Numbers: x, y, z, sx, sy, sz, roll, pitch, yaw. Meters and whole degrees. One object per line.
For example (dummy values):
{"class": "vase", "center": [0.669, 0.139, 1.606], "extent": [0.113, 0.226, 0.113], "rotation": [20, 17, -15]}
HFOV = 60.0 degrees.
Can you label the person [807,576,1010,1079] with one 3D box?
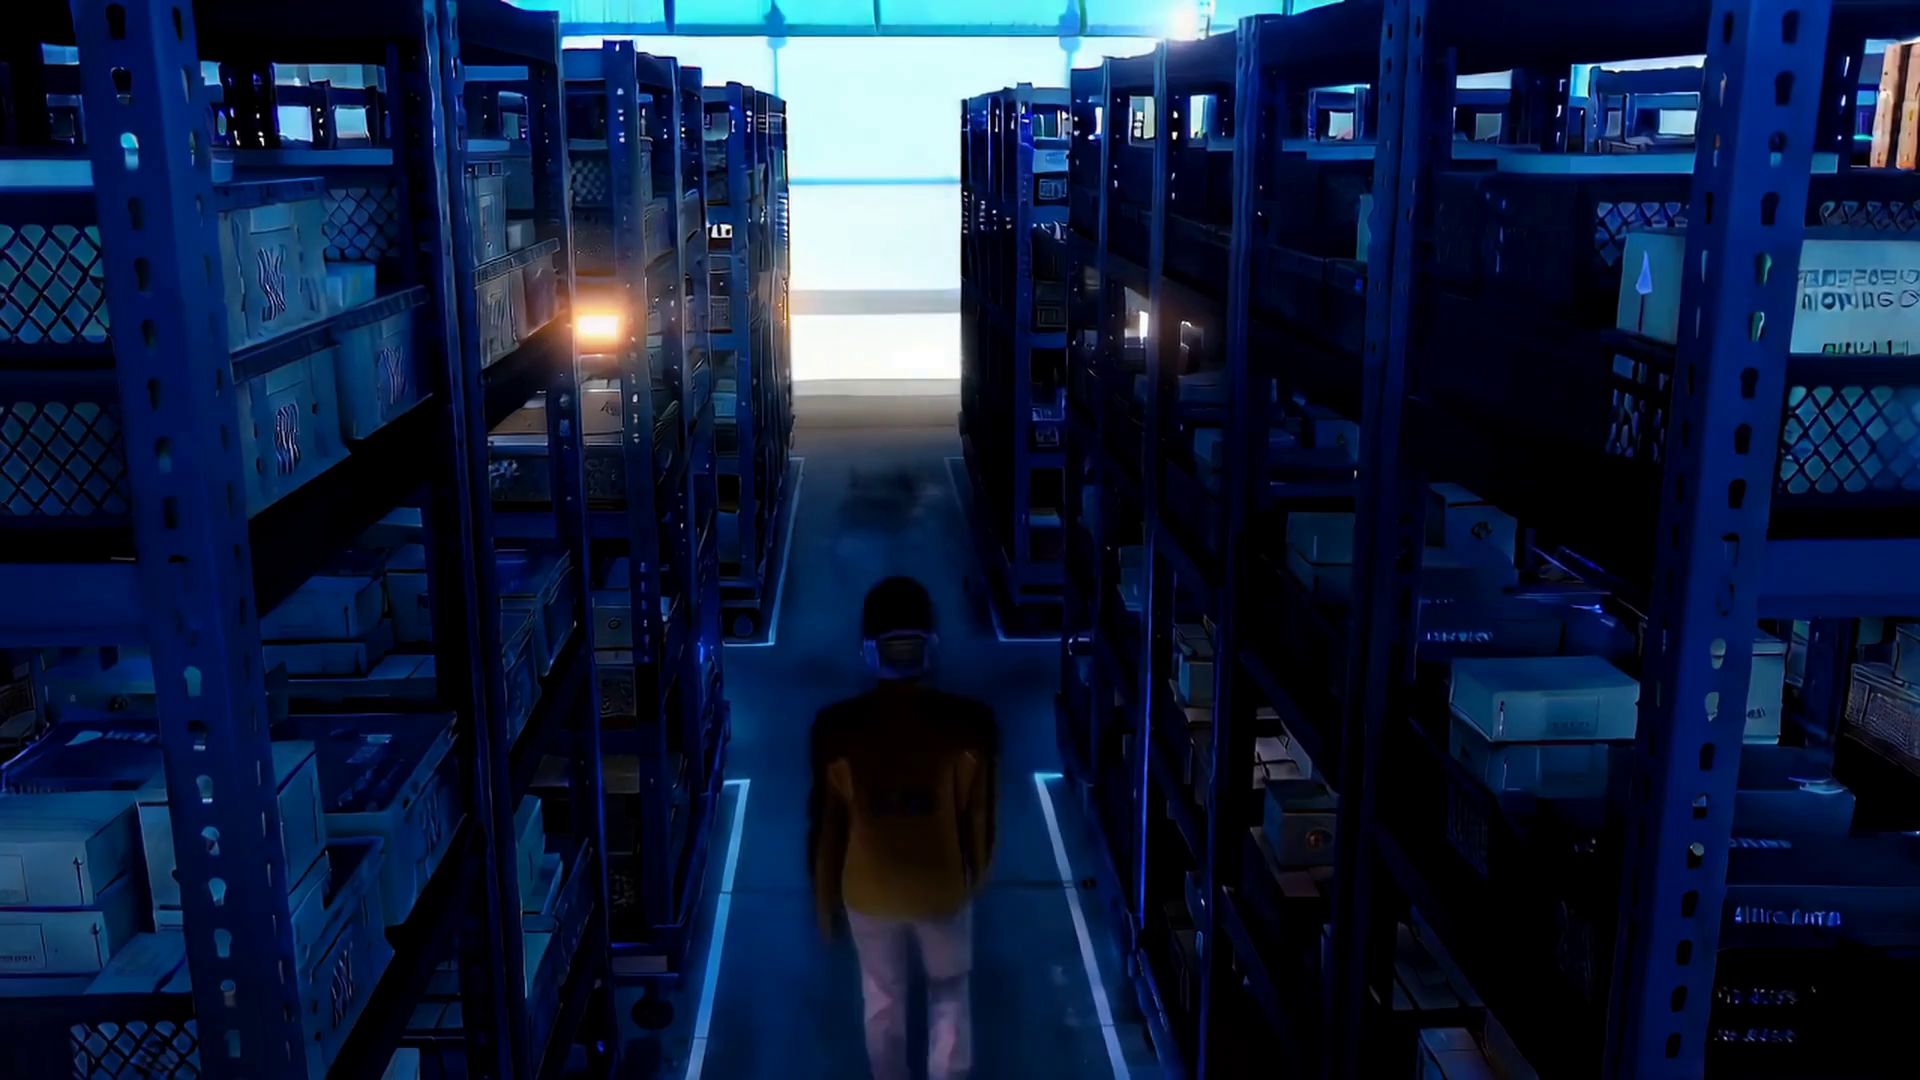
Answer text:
{"class": "person", "center": [-0.163, 1.090, 5.250], "extent": [0.638, 1.982, 0.522], "rotation": [-2, 14, -6]}
